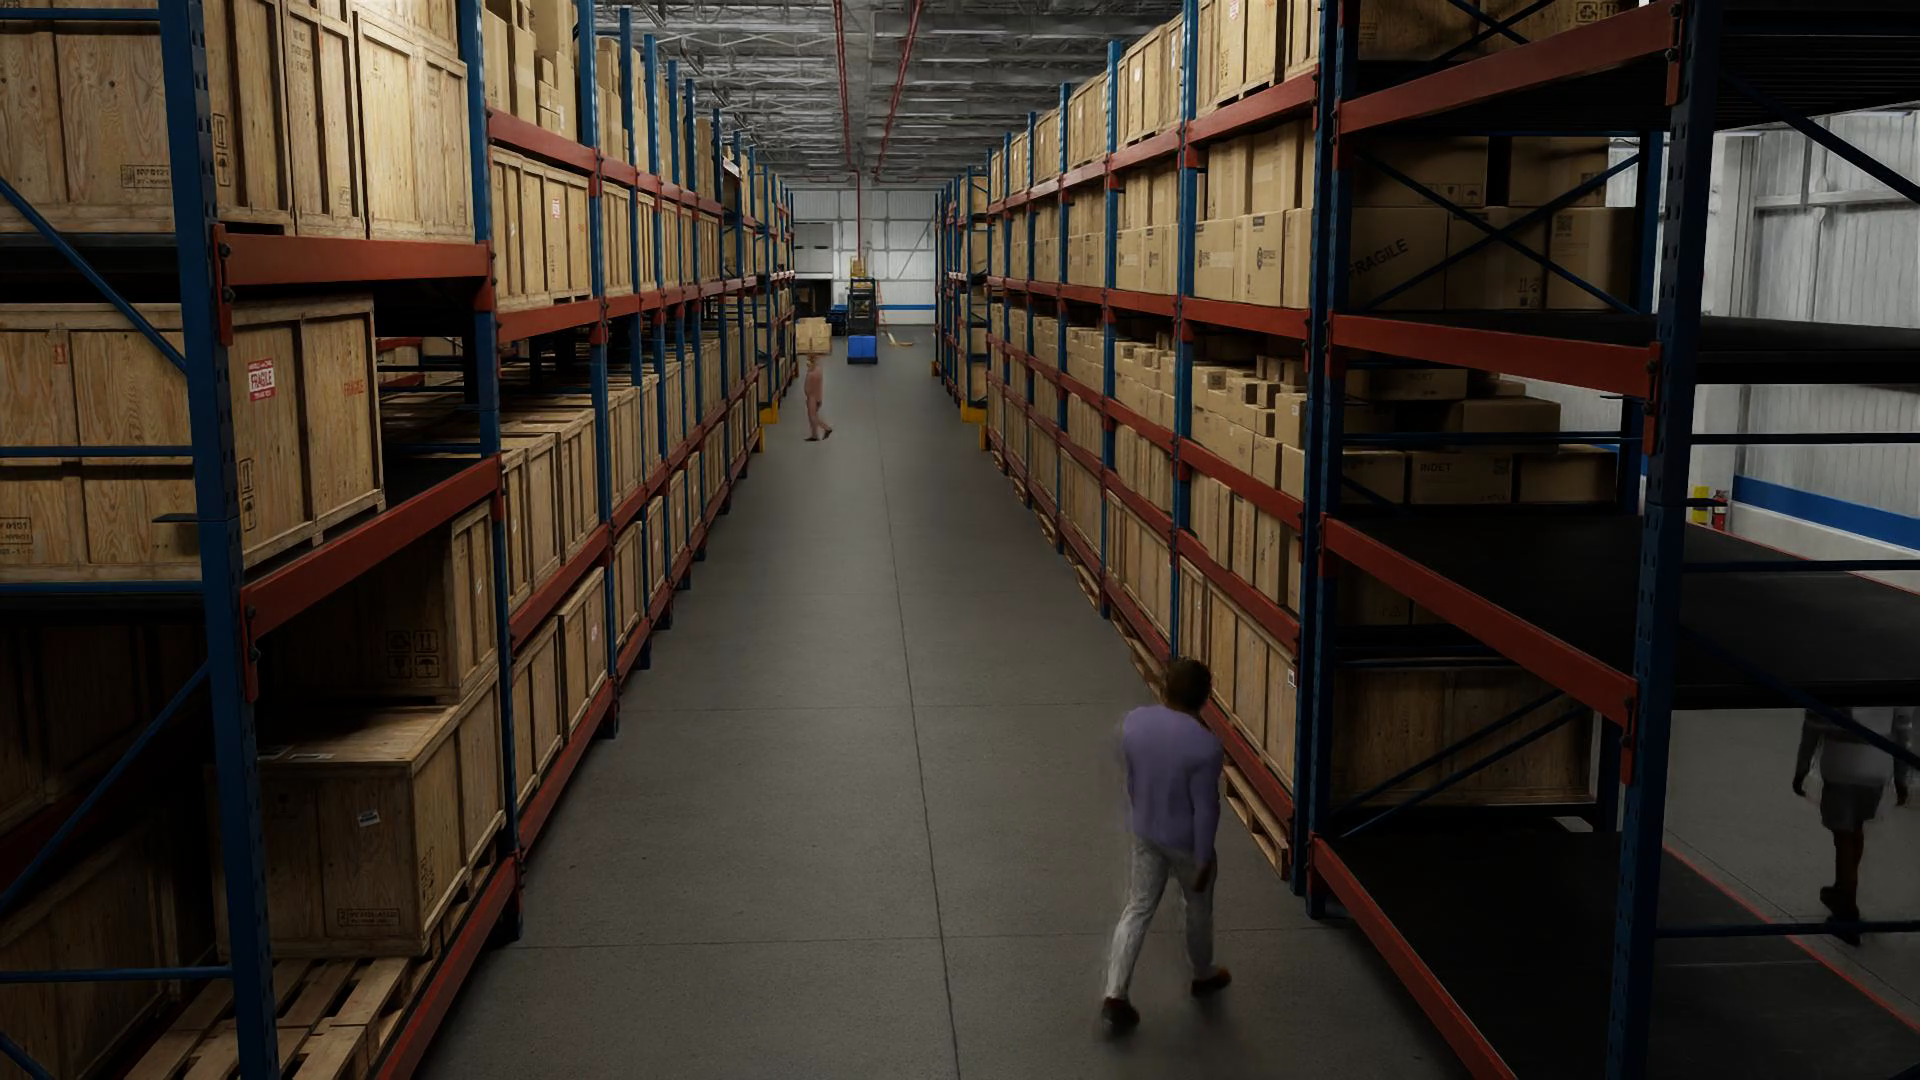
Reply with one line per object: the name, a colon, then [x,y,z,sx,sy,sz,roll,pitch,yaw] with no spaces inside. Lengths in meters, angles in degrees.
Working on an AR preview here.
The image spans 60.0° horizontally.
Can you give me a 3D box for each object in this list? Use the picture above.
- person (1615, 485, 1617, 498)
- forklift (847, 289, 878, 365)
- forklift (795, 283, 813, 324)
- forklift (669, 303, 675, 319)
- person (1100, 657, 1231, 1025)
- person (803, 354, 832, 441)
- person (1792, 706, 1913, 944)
person: [6.449,0.082,16.957,0.649,1.885,0.677,0,10,2]
forklift: [-3.666,-7.985,62.168,1.129,2.768,1.873,-1,10,-4]
forklift: [-7.448,-10.808,79.029,1.129,2.768,1.873,-2,10,-12]
forklift: [-8.353,-5.974,50.152,1.873,2.768,1.129,5,11,26]
person: [1.059,1.513,8.432,0.637,1.894,0.998,8,12,39]
person: [-3.091,-3.036,35.564,0.512,1.895,0.654,-3,10,-17]
person: [5.096,1.298,9.598,0.566,1.905,0.809,0,10,1]
